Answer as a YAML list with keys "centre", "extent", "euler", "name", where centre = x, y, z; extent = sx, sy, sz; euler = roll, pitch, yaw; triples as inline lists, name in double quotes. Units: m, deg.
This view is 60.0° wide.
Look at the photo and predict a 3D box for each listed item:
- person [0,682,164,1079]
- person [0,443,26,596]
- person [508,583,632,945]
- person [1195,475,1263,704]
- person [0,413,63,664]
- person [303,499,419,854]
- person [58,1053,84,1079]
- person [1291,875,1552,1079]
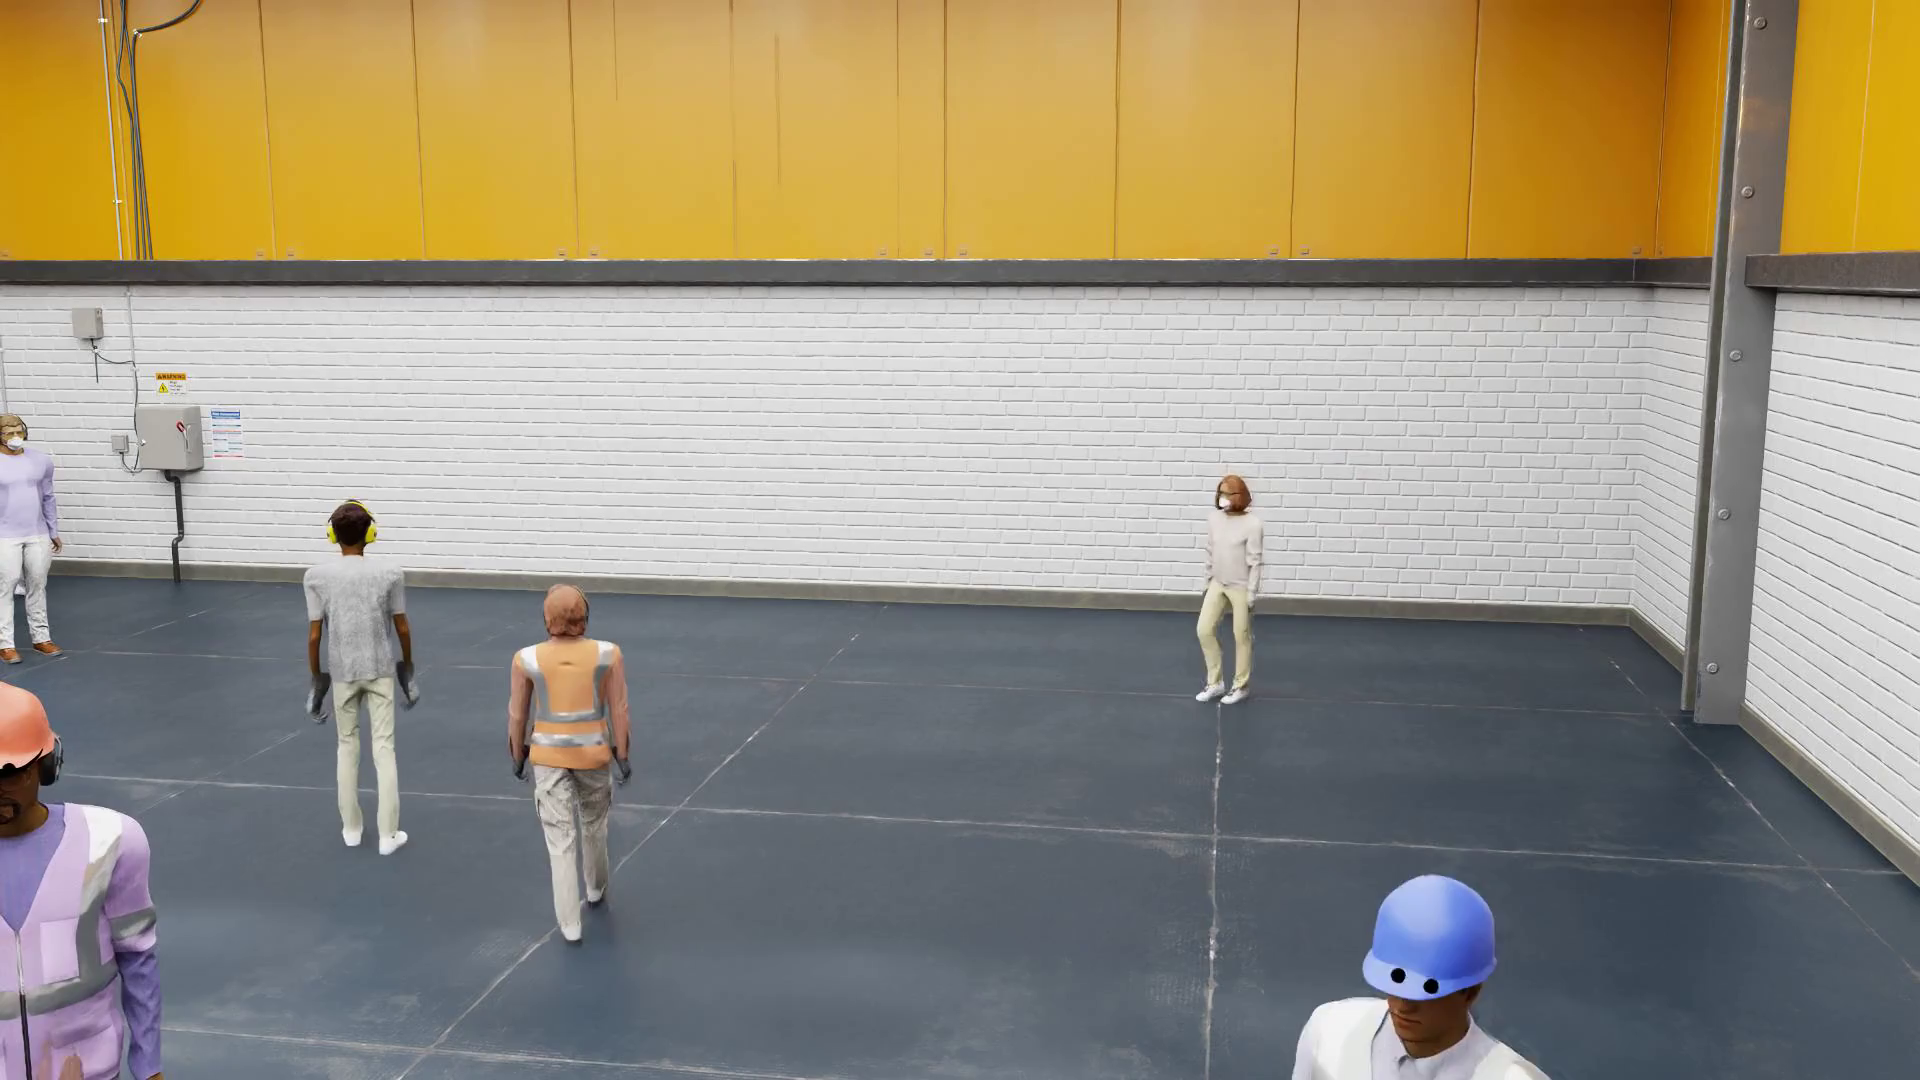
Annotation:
- centre: [-2.331, 1.347, 4.181]
  extent: [0.615, 2.040, 0.391]
  euler: [-5, 10, -27]
  name: "person"
- centre: [-8.925, -0.276, 15.469]
  extent: [0.505, 1.636, 0.290]
  euler: [-3, 10, -16]
  name: "person"
- centre: [-1.808, 0.988, 7.694]
  extent: [0.541, 1.606, 0.758]
  euler: [-3, 10, -16]
  name: "person"
- centre: [1.846, 0.355, 11.570]
  extent: [0.493, 1.616, 0.523]
  euler: [-8, 12, -42]
  name: "person"
- centre: [-7.316, -0.020, 12.930]
  extent: [0.356, 1.938, 0.638]
  euler: [6, 11, 34]
  name: "person"
- centre: [-3.122, 0.708, 8.695]
  extent: [0.529, 1.872, 0.383]
  euler: [-2, 9, -12]
  name: "person"
- centre: [-2.443, 1.470, 4.367]
  extent: [0.542, 1.724, 0.875]
  euler: [1, 9, 7]
  name: "person"
- centre: [0.936, 1.555, 3.358]
  extent: [1.003, 1.904, 0.606]
  euler: [-8, 12, -39]
  name: "person"
